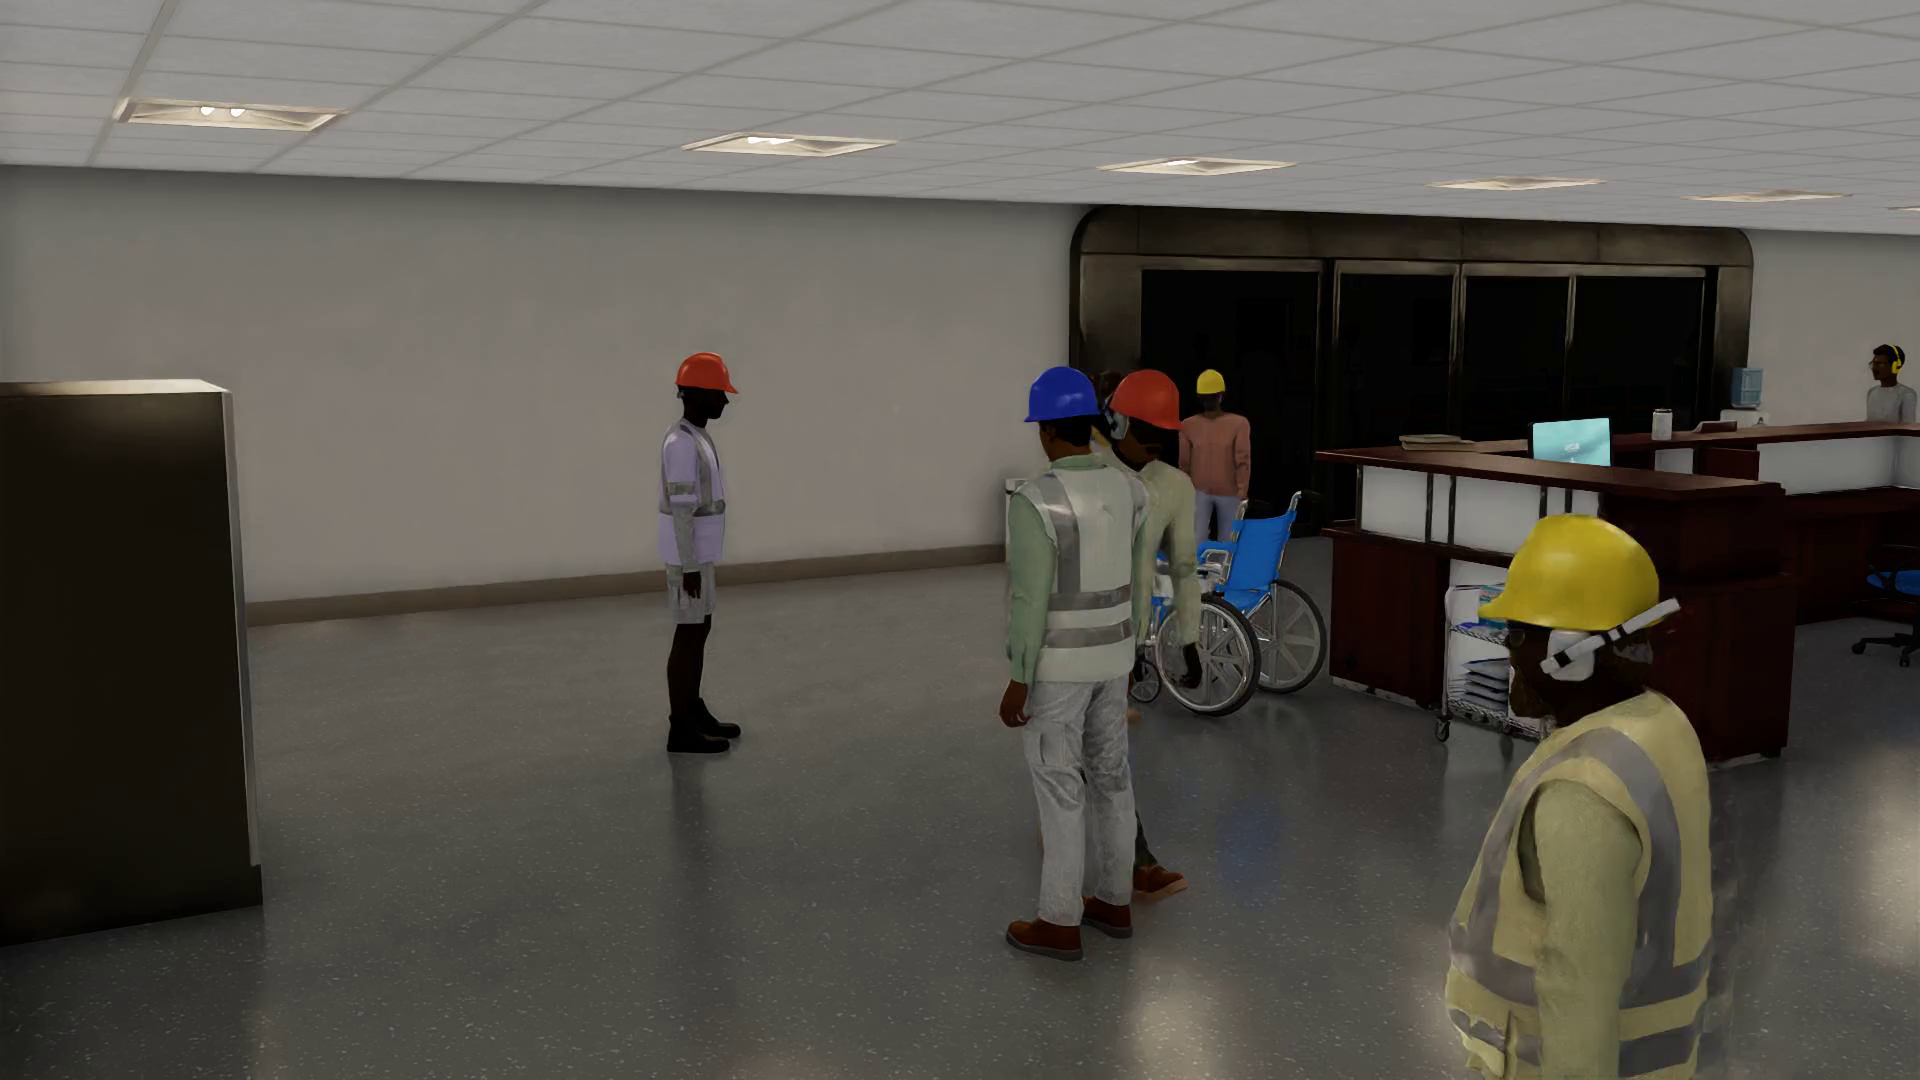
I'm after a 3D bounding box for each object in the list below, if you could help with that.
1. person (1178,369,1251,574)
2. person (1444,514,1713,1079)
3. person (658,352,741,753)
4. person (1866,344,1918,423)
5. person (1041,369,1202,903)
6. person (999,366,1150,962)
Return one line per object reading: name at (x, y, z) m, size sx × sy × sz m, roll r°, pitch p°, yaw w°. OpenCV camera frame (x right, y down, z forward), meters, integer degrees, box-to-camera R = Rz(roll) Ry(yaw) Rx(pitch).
person at (1.795, -0.348, 11.732) m, size 0.523 × 1.726 × 0.874 m, roll 2°, pitch 8°, yaw 15°
person at (1.093, 0.857, 2.743) m, size 0.808 × 1.807 × 0.600 m, roll 5°, pitch 9°, yaw 33°
person at (-1.255, 0.060, 8.051) m, size 0.390 × 1.929 × 0.545 m, roll 0°, pitch 8°, yaw 1°
person at (7.103, -0.567, 12.797) m, size 0.331 × 1.872 × 0.513 m, roll -1°, pitch 8°, yaw -10°
person at (0.569, 0.334, 6.122) m, size 0.625 × 1.906 × 1.063 m, roll -4°, pitch 9°, yaw -26°
person at (0.365, 0.402, 5.508) m, size 0.615 × 1.942 × 0.407 m, roll -8°, pitch 11°, yaw -43°
